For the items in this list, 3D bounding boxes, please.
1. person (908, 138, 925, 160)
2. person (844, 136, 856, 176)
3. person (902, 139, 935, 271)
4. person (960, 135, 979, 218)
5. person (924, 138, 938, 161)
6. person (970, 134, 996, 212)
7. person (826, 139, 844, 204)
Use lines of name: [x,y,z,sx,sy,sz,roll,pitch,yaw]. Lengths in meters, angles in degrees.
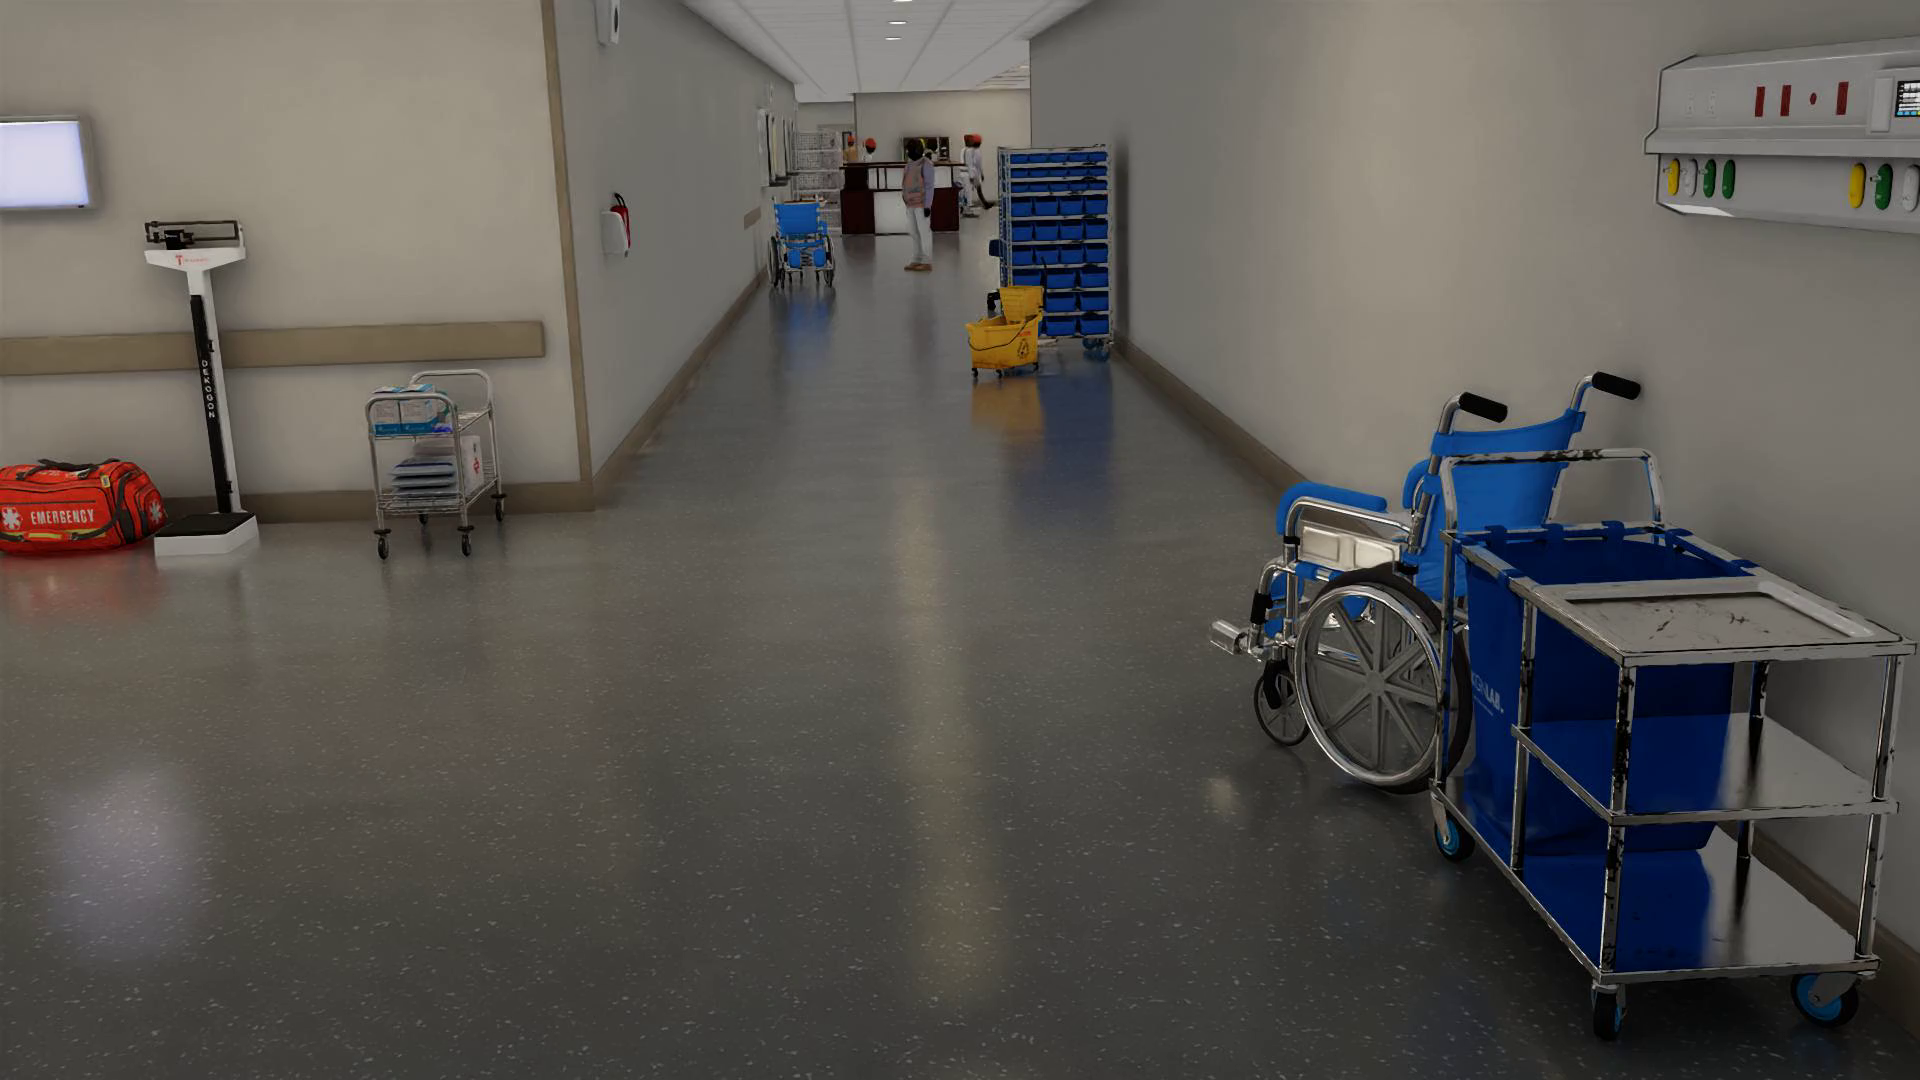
person: [-0.924,-8.618,39.574,0.598,1.824,0.403,-4,14,-9]
person: [-3.228,-11.084,49.732,0.544,1.939,0.354,-9,15,-26]
person: [-0.601,-4.728,23.510,0.429,1.840,0.632,-10,16,-30]
person: [0.190,-8.359,38.243,0.362,1.883,0.576,-5,14,-15]
person: [-0.656,-8.483,38.973,0.431,1.832,0.625,0,14,7]
person: [0.438,-9.080,41.185,1.011,1.875,0.548,-7,15,-22]
person: [-3.672,-10.808,48.809,0.401,1.873,0.688,11,19,43]
